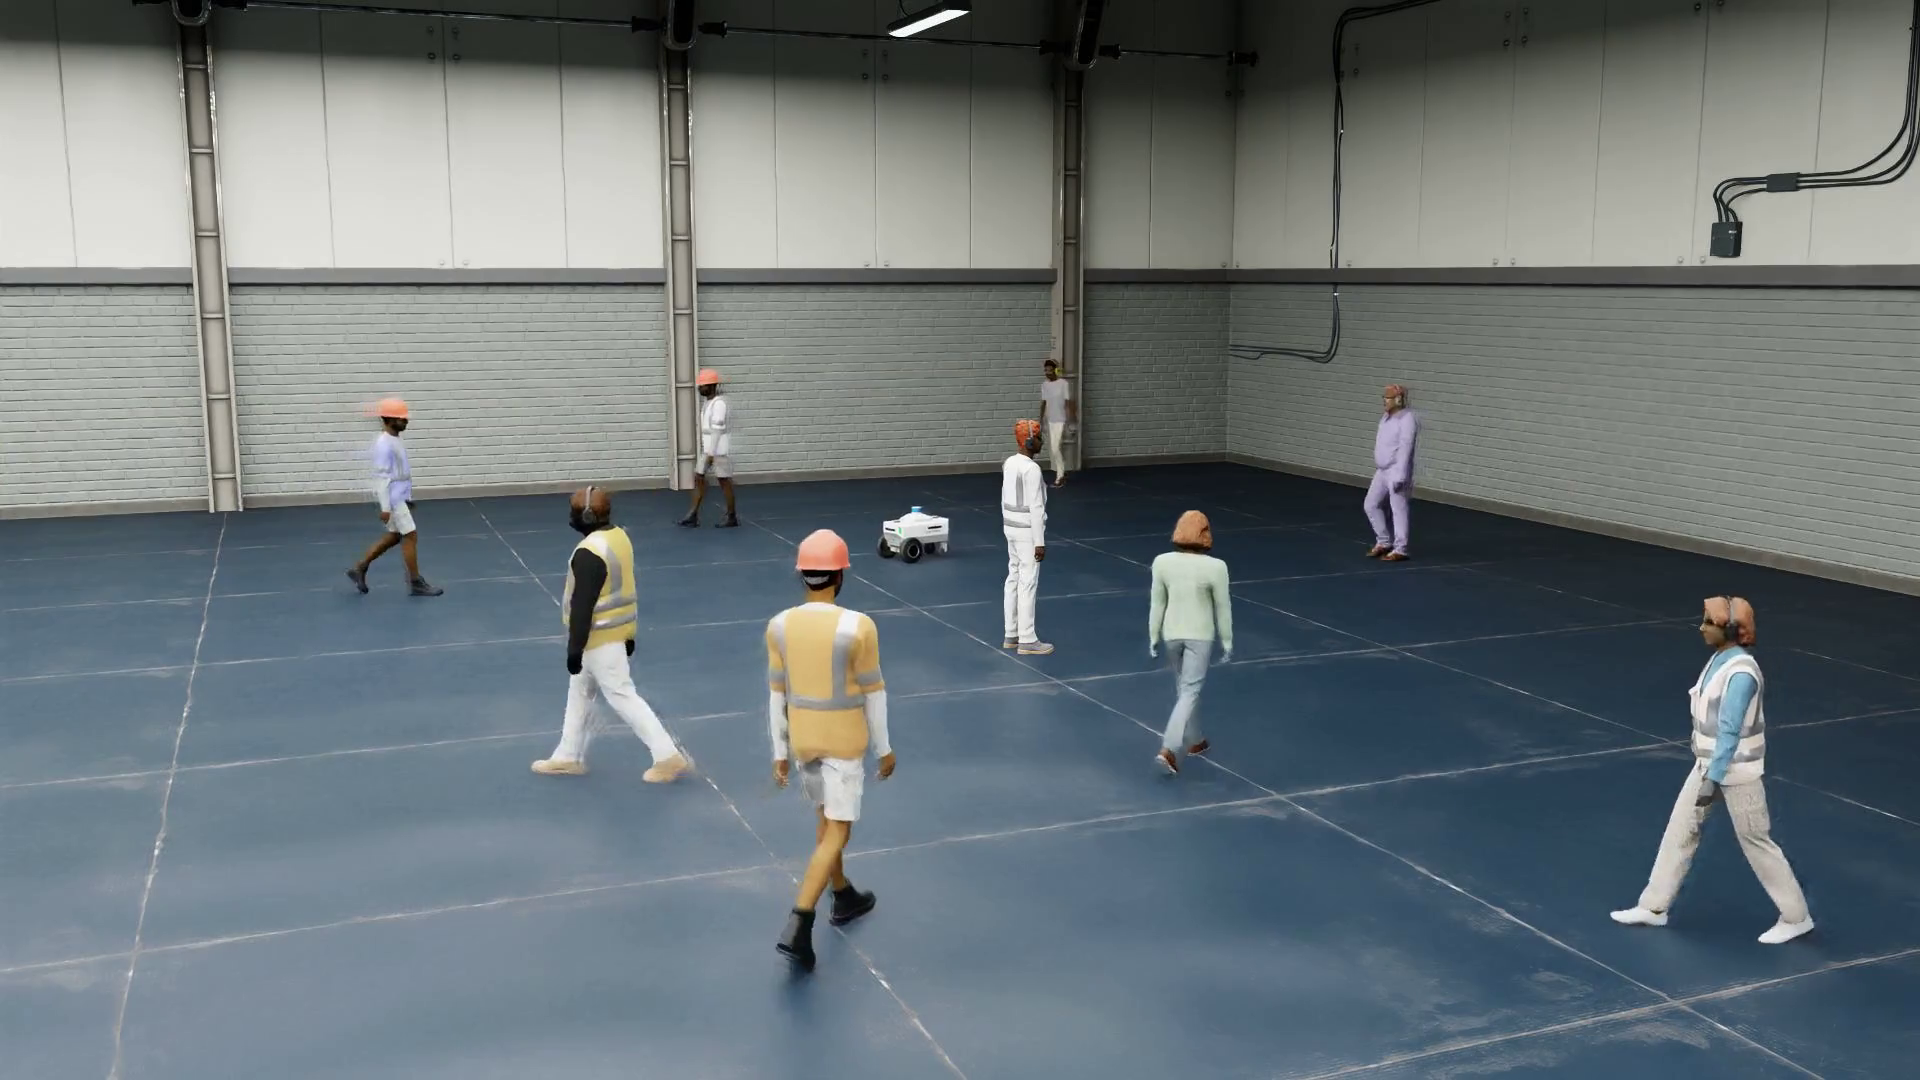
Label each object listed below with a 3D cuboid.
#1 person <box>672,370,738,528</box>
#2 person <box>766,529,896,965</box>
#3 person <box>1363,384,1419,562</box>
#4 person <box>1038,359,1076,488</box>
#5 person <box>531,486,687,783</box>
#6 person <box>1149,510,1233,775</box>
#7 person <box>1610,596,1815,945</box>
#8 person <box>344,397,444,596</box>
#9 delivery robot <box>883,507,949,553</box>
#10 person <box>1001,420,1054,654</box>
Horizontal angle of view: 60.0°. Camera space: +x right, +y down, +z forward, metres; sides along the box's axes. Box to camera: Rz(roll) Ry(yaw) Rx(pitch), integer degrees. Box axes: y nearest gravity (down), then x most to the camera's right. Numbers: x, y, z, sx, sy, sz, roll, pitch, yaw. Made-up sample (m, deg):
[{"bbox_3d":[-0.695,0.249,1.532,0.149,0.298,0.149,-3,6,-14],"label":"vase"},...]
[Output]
[{"bbox_3d":[-3.046,-1.068,19.845,0.878,1.900,0.568,-5,11,-31],"label":"person"},{"bbox_3d":[-0.624,0.905,7.460,0.541,1.909,0.926,5,10,28],"label":"person"},{"bbox_3d":[4.521,-0.701,17.576,0.542,1.887,0.679,-2,9,-11],"label":"person"},{"bbox_3d":[1.352,-1.662,23.753,0.563,1.842,0.541,9,12,43],"label":"person"},{"bbox_3d":[-2.096,0.570,9.934,0.979,1.799,0.635,1,9,4],"label":"person"},{"bbox_3d":[1.391,0.613,10.232,0.516,1.602,0.807,6,11,34],"label":"person"},{"bbox_3d":[3.501,1.044,7.548,0.851,1.600,0.517,1,9,7],"label":"person"},{"bbox_3d":[-5.381,-0.398,15.654,0.859,1.911,0.557,-1,9,-9],"label":"person"},{"bbox_3d":[-0.465,-0.114,17.789,0.707,0.478,0.477,-7,12,-39],"label":"delivery robot"},{"bbox_3d":[0.531,-0.027,13.373,0.343,1.882,0.586,-4,10,-22],"label":"person"}]
